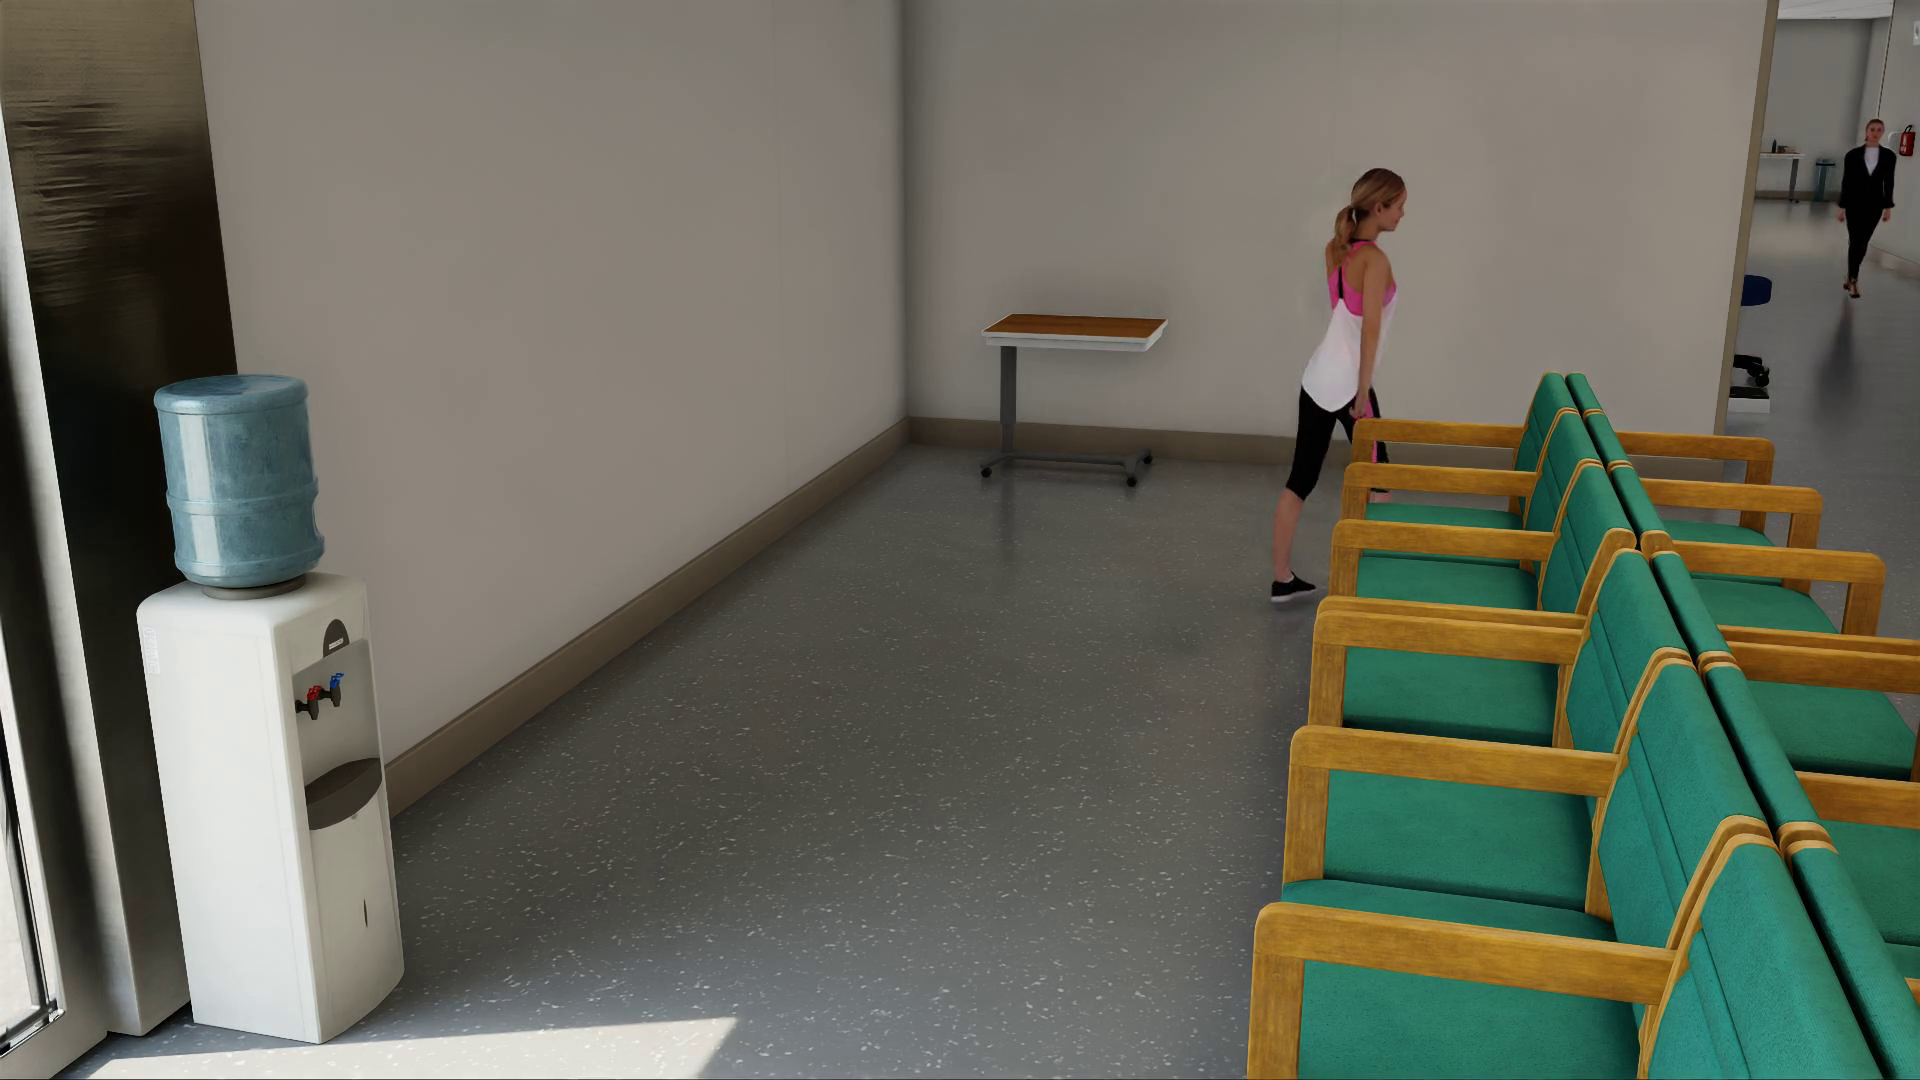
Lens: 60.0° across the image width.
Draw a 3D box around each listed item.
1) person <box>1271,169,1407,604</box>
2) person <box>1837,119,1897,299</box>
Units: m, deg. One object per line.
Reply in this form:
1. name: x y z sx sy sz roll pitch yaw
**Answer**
1. person: 1.458 -0.575 6.702 1.115 1.750 1.010 -8 18 -27
2. person: 8.752 -3.184 16.115 0.999 1.665 0.721 5 17 18
